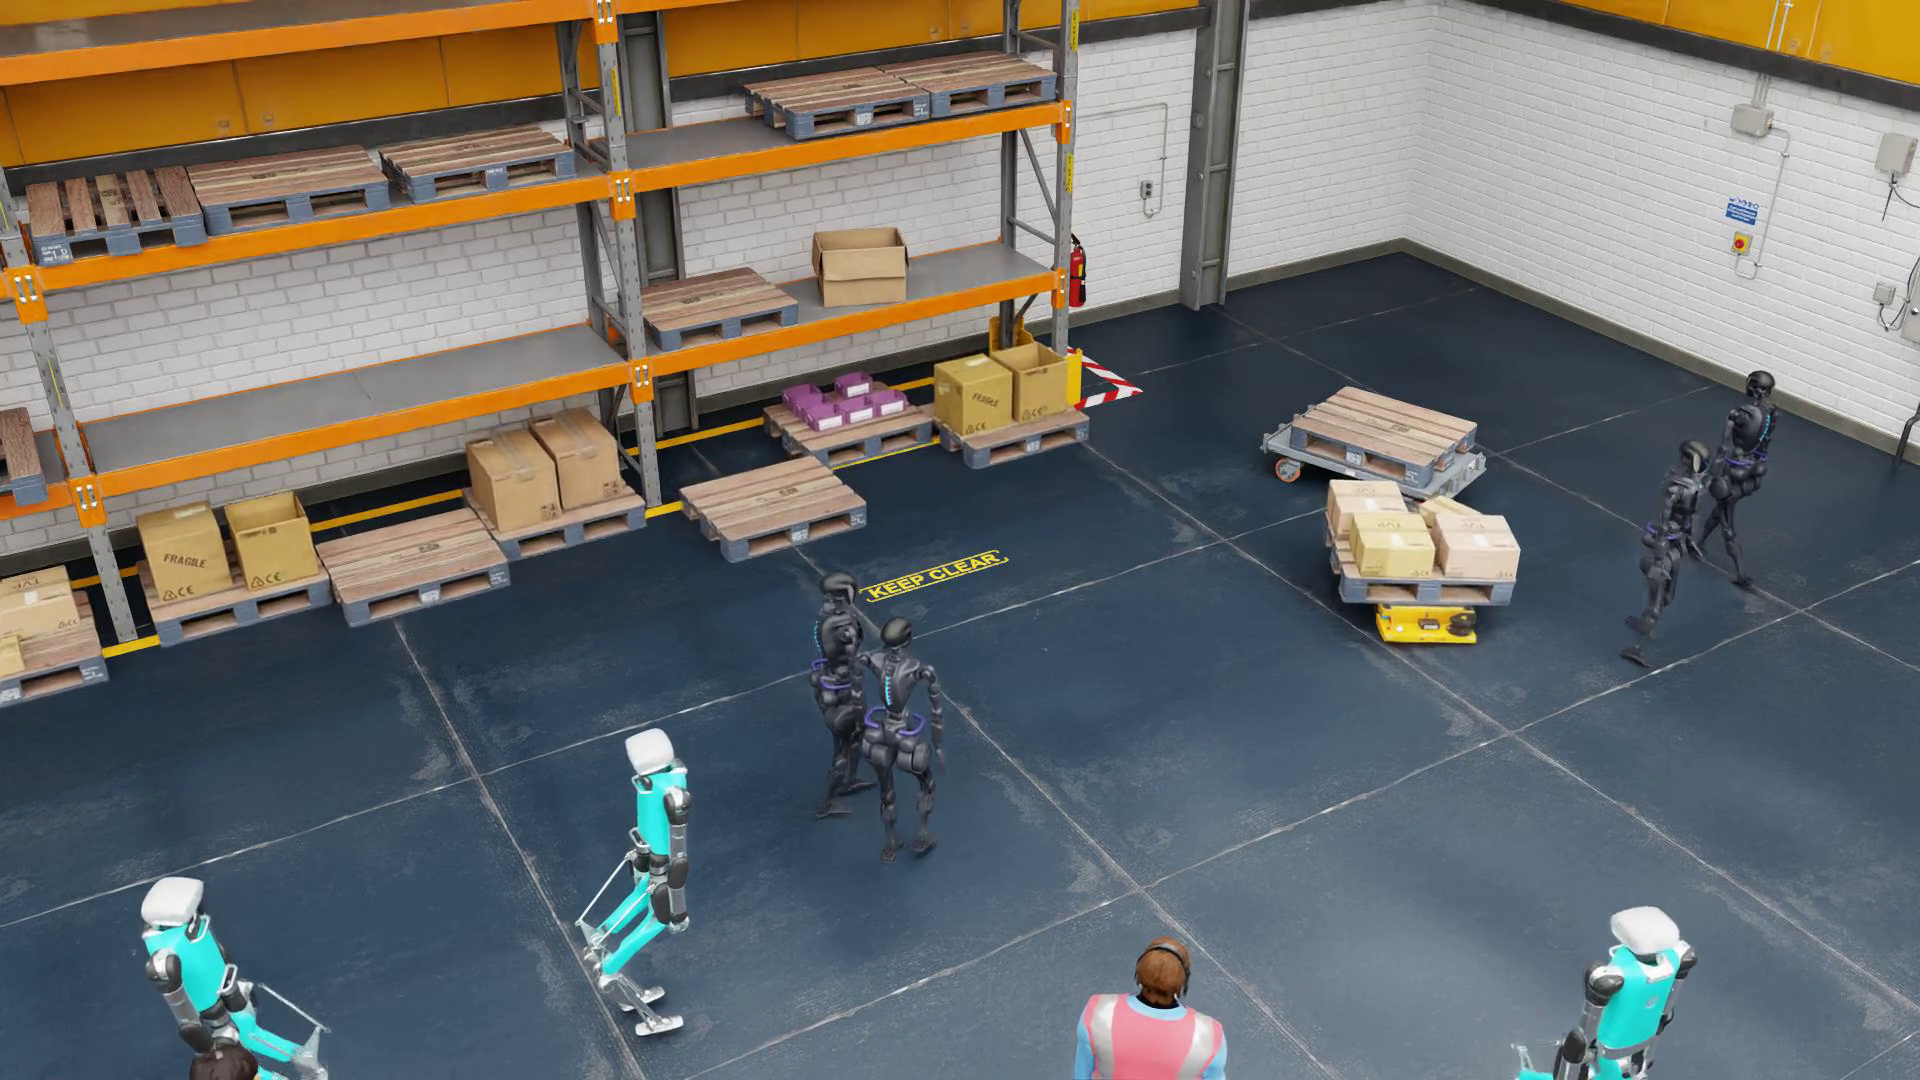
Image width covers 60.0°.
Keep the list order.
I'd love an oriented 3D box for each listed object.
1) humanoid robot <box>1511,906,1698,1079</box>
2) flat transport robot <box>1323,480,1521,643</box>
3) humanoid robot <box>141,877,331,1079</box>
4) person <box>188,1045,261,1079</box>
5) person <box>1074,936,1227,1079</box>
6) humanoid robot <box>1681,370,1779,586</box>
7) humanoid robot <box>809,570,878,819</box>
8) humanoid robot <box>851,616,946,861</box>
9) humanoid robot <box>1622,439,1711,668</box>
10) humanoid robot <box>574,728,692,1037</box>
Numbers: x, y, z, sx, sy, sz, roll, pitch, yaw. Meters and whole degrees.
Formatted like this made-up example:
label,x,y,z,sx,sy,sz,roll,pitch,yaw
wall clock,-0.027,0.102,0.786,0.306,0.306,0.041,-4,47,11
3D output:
label,x,y,z,sx,sy,sz,roll,pitch,yaw
humanoid robot,2.775,2.293,7.470,0.541,1.839,0.663,-12,32,-20
flat transport robot,3.370,0.317,12.412,0.659,0.231,1.431,1,29,2
humanoid robot,-3.086,2.259,7.566,0.846,1.858,0.547,-5,30,-8
person,-2.746,2.722,6.519,0.410,1.879,0.530,-18,34,-29
person,0.795,2.433,7.083,0.638,1.831,0.430,7,30,12
humanoid robot,5.827,-0.484,12.465,0.611,1.643,0.788,-14,32,-23
humanoid robot,-0.699,0.916,9.923,0.466,1.641,0.602,-12,32,-20
humanoid robot,-0.367,1.129,9.542,0.599,1.654,0.352,10,31,17
humanoid robot,4.870,0.035,11.491,0.405,1.641,0.591,26,38,38
humanoid robot,-1.663,1.755,8.279,0.738,1.699,0.531,-16,33,-26
